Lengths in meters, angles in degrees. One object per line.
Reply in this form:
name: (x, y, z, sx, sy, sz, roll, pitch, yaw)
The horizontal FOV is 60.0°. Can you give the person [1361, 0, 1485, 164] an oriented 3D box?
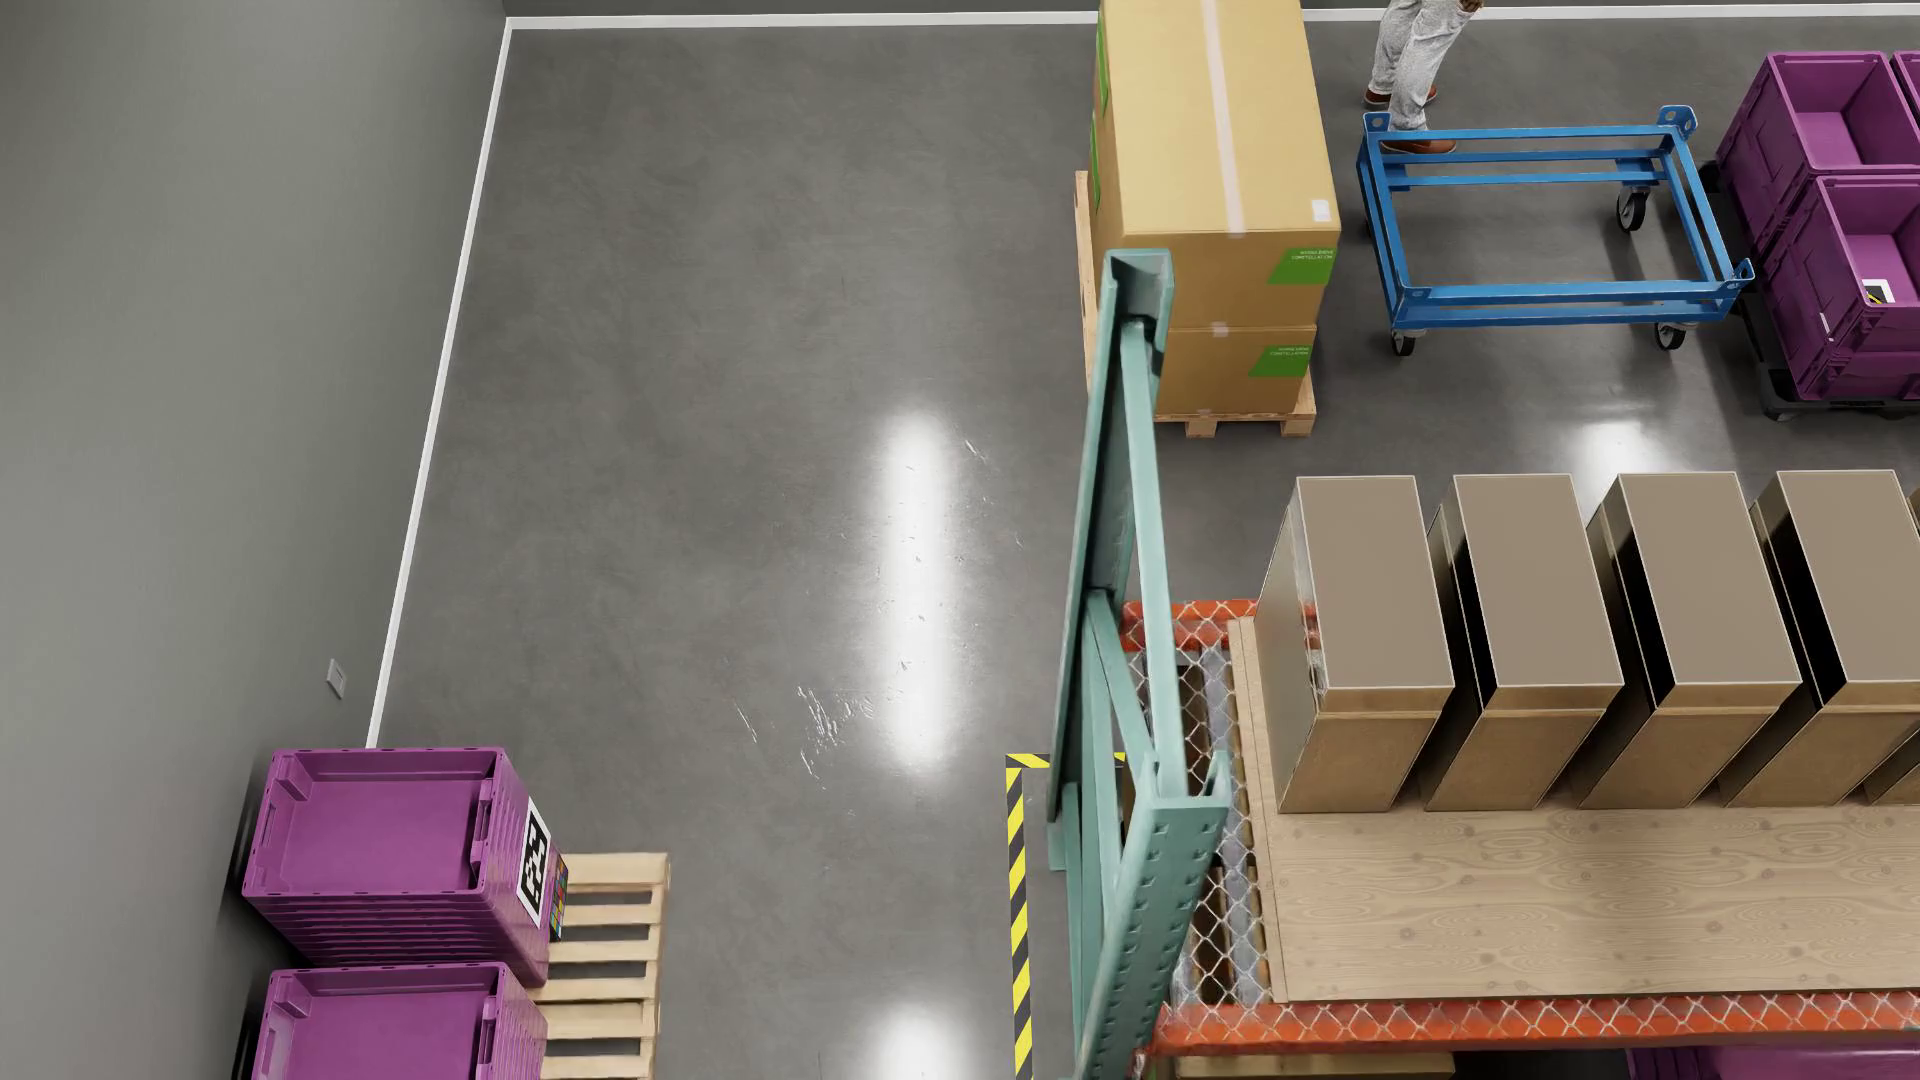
person: (1.831, -2.240, 6.076, 0.354, 1.938, 0.636, -3, 58, -2)
